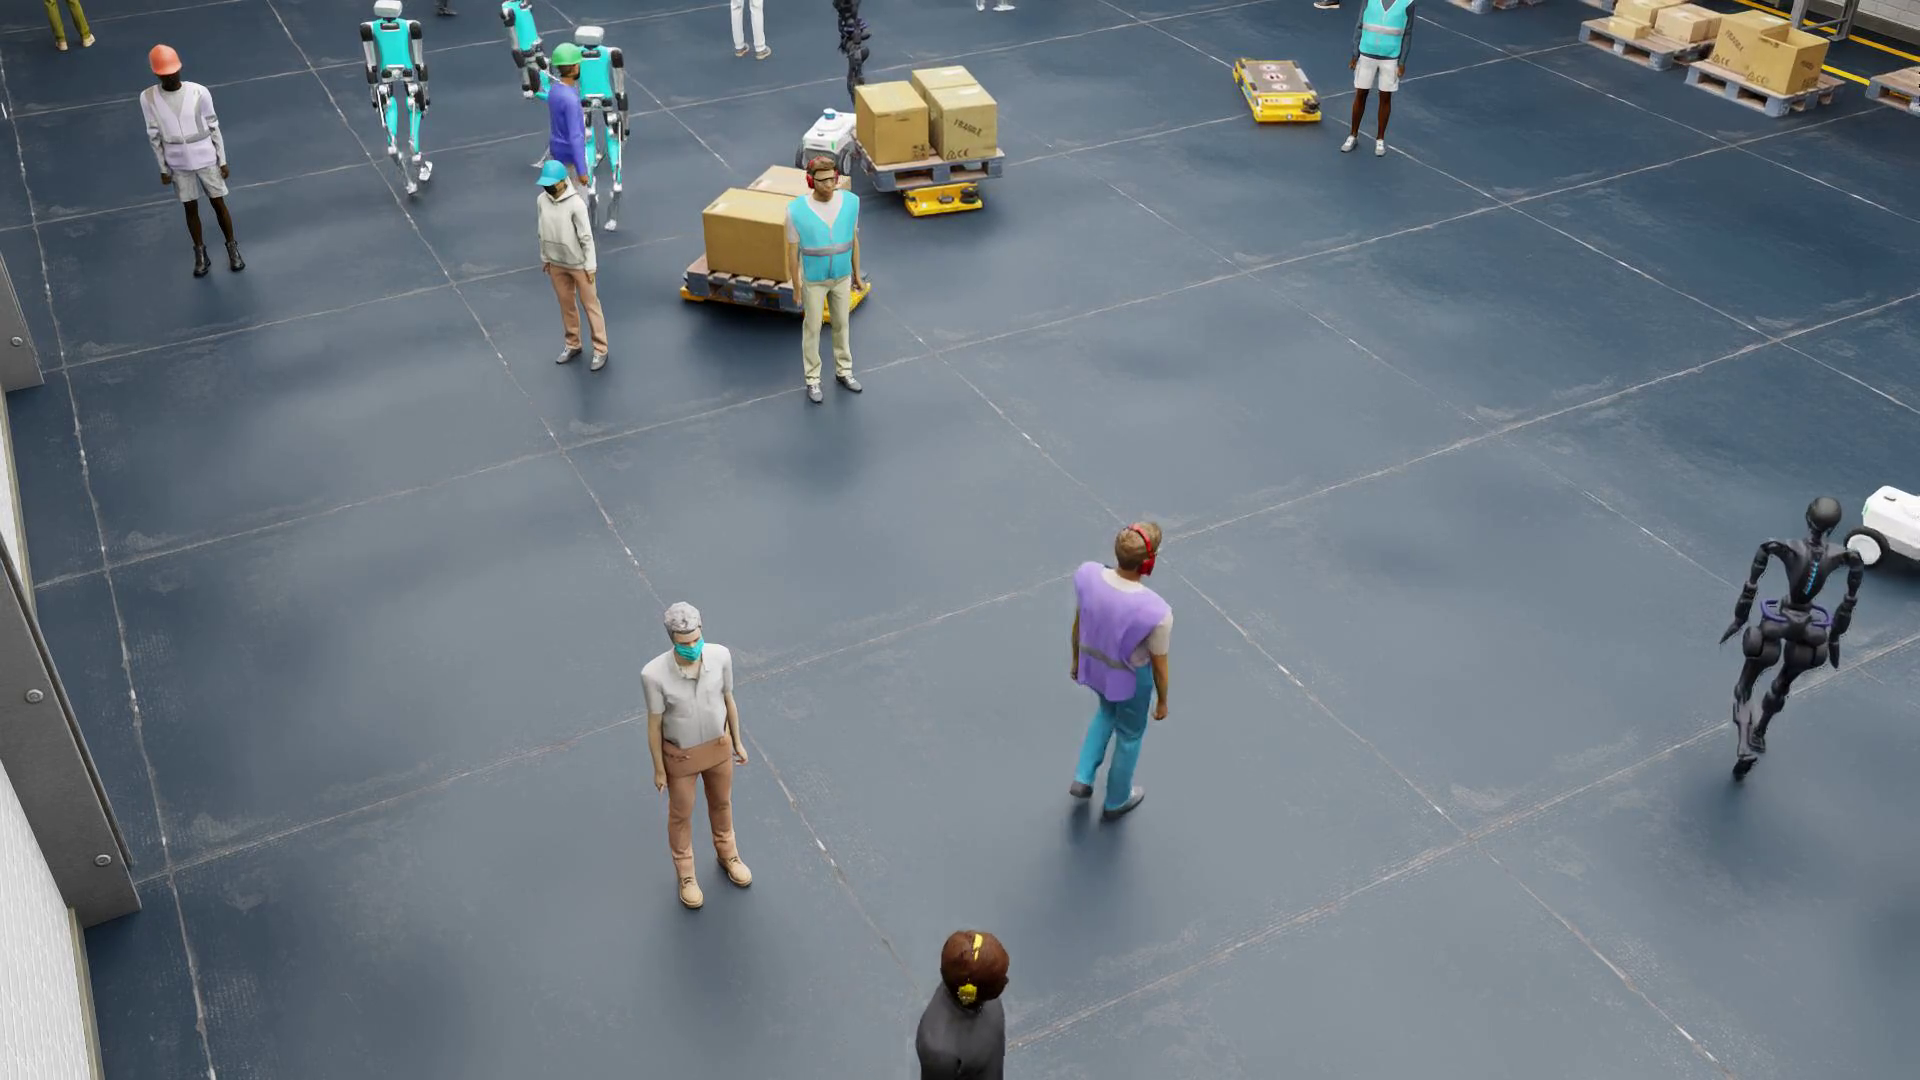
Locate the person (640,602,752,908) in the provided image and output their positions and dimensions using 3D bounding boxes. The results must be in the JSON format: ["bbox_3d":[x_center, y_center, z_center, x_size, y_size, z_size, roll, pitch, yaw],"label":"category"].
[{"bbox_3d":[-1.261,1.016,7.976,0.470,1.748,0.320,-19,39,-25],"label":"person"}]

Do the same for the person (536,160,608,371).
[{"bbox_3d":[-2.929,-2.050,12.424,0.472,1.669,0.390,14,37,19],"label":"person"}]

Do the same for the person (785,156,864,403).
[{"bbox_3d":[-0.972,-1.905,12.059,0.564,1.849,0.391,-17,39,-23],"label":"person"}]

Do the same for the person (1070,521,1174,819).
[{"bbox_3d":[0.819,0.682,8.382,0.575,1.826,0.463,28,44,34],"label":"person"}]

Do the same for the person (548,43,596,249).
[{"bbox_3d":[-3.220,-3.209,13.924,0.429,1.855,0.529,-17,39,-23],"label":"person"}]

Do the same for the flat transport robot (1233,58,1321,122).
[{"bbox_3d":[3.318,-4.735,17.477,0.659,0.231,1.431,-1,35,-2],"label":"flat transport robot"}]

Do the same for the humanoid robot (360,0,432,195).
[{"bbox_3d":[-5.046,-3.925,15.046,0.548,1.760,0.932,-9,36,-12],"label":"humanoid robot"}]

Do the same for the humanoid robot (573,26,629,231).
[{"bbox_3d":[-3.127,-3.458,14.440,0.539,1.849,0.714,-4,35,-6],"label":"humanoid robot"}]

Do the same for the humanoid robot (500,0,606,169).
[{"bbox_3d":[-3.743,-4.298,15.587,1.017,1.752,0.545,12,37,16],"label":"humanoid robot"}]

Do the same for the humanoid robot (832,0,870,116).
[{"bbox_3d":[-1.072,-4.992,16.624,0.380,1.635,0.603,-12,37,-17],"label":"humanoid robot"}]

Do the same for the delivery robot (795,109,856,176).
[{"bbox_3d":[-1.242,-3.808,15.911,0.499,0.603,0.803,9,36,13],"label":"delivery robot"}]

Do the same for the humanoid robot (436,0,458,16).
[{"bbox_3d":[-6.089,-6.937,19.398,0.368,1.649,0.601,-5,35,-7],"label":"humanoid robot"}]

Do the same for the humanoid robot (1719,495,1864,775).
[{"bbox_3d":[4.370,0.521,8.749,0.589,1.636,0.552,9,36,12],"label":"humanoid robot"}]

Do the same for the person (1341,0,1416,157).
[{"bbox_3d":[4.019,-4.660,15.911,0.551,1.943,0.418,11,37,16],"label":"person"}]

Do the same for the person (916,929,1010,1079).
[{"bbox_3d":[-0.015,2.122,6.313,0.834,1.843,0.498,13,37,18],"label":"person"}]

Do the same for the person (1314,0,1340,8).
[{"bbox_3d":[4.469,-7.322,19.692,0.361,1.963,0.613,5,35,7],"label":"person"}]

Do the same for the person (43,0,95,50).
[{"bbox_3d":[-10.117,-6.382,18.466,0.521,1.833,0.373,-15,38,-20],"label":"person"}]

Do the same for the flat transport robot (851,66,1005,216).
[{"bbox_3d":[-0.316,-3.421,15.600,0.659,0.231,1.431,-10,36,-14],"label":"flat transport robot"}]

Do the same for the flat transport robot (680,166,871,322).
[{"bbox_3d":[-1.519,-2.103,13.718,1.431,0.231,0.659,11,37,16],"label":"flat transport robot"}]

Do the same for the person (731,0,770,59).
[{"bbox_3d":[-2.352,-6.228,18.210,0.573,1.878,0.361,10,36,14],"label":"person"}]

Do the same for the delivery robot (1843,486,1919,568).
[{"bbox_3d":[6.070,-0.033,10.523,0.499,0.606,0.794,-27,43,-33],"label":"delivery robot"}]

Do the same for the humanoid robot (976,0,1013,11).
[{"bbox_3d":[0.476,-7.074,19.533,0.624,1.777,0.794,18,39,23],"label":"humanoid robot"}]

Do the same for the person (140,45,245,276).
[{"bbox_3d":[-6.341,-3.126,13.726,0.550,1.936,0.357,-11,37,-16],"label":"person"}]
